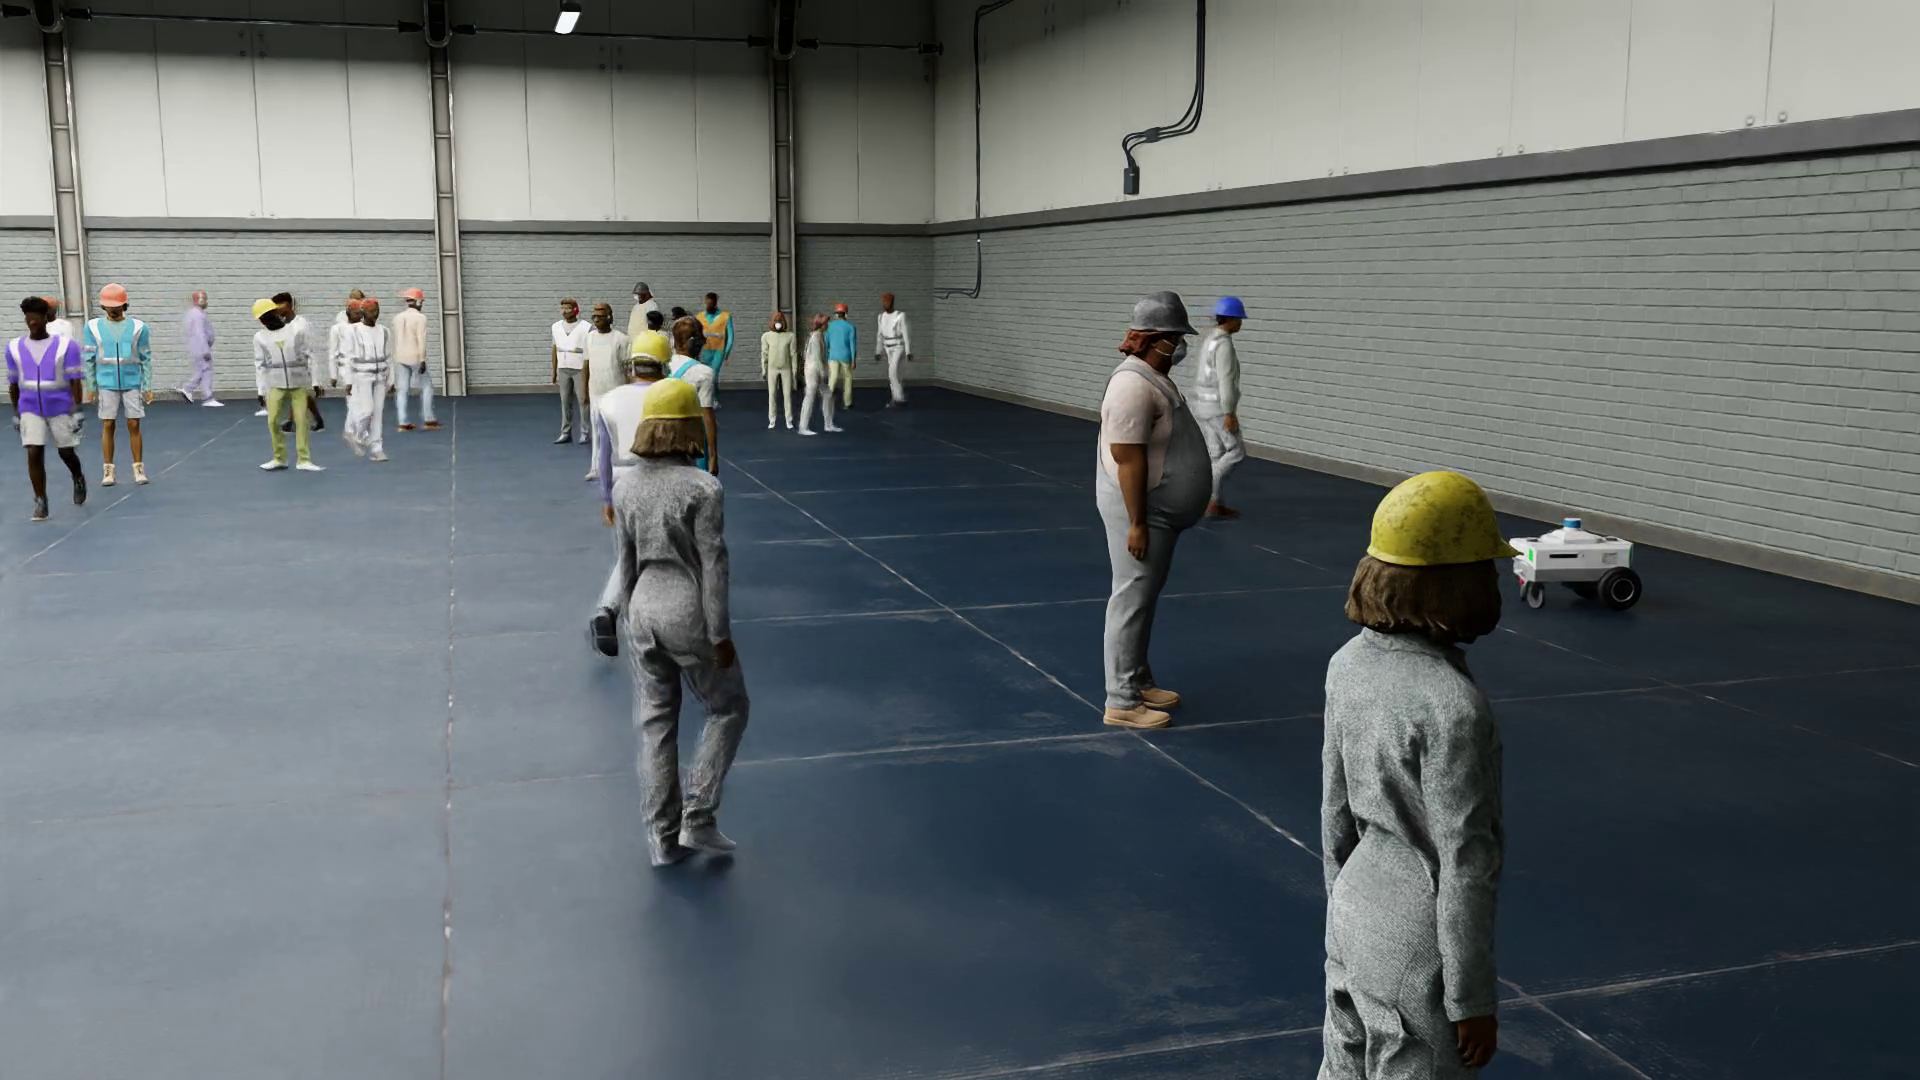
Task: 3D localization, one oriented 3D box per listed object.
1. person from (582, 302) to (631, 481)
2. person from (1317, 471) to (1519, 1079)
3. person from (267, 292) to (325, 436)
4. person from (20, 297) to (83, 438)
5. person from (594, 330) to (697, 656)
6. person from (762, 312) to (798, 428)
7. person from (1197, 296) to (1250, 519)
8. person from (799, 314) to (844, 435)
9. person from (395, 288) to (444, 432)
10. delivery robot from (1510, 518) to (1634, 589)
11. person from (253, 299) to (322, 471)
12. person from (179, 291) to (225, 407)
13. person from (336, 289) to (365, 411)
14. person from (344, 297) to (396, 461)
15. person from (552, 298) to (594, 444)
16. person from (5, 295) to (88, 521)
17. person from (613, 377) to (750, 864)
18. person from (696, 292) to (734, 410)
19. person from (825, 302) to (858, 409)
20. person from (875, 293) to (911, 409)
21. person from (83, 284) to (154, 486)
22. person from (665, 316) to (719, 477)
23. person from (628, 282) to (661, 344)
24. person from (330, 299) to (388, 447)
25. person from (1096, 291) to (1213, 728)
[{"bbox_3d":[-3.639,-1.517,17.105,0.514,1.844,0.327,1,9,9],"label":"person"},{"bbox_3d":[0.825,0.743,3.011,0.296,1.745,0.484,-2,9,-15],"label":"person"},{"bbox_3d":[-8.946,-2.363,22.327,0.638,1.902,0.926,8,12,43],"label":"person"},{"bbox_3d":[-11.689,-2.178,21.326,0.590,1.837,0.974,1,9,9],"label":"person"},{"bbox_3d":[-1.738,-0.245,9.146,0.600,1.806,0.761,2,9,14],"label":"person"},{"bbox_3d":[-2.512,-2.358,23.174,0.501,1.626,0.282,-1,9,-4],"label":"person"},{"bbox_3d":[2.254,-1.119,14.279,0.442,1.932,0.652,0,9,-1],"label":"person"},{"bbox_3d":[-1.835,-2.190,22.137,0.708,1.607,0.576,0,9,2],"label":"person"},{"bbox_3d":[-7.476,-2.475,22.859,0.624,1.954,0.782,4,10,26],"label":"person"},{"bbox_3d":[3.881,0.103,10.575,0.707,0.478,0.477,-1,9,-4],"label":"delivery robot"},{"bbox_3d":[-7.265,-1.664,17.986,0.672,1.873,0.366,-2,9,-12],"label":"person"},{"bbox_3d":[-12.384,-3.108,27.101,0.553,1.894,0.661,-5,10,-28],"label":"person"},{"bbox_3d":[-8.667,-2.645,24.010,0.633,1.939,0.368,2,9,13],"label":"person"},{"bbox_3d":[-6.714,-1.824,18.976,0.413,1.872,0.610,7,11,37],"label":"person"},{"bbox_3d":[-4.884,-2.132,21.025,0.572,1.843,0.373,2,9,13],"label":"person"},{"bbox_3d":[-7.951,-1.159,14.524,0.609,1.948,0.712,-2,9,-14],"label":"person"},{"bbox_3d":[-0.985,0.290,5.903,0.514,1.728,0.375,5,10,30],"label":"person"},{"bbox_3d":[-3.925,-2.978,26.339,0.649,1.872,0.682,4,10,23],"label":"person"},{"bbox_3d":[-1.913,-2.913,26.412,0.580,1.722,0.774,3,9,17],"label":"person"},{"bbox_3d":[-1.097,-3.031,26.731,0.695,1.851,0.584,-8,12,-42],"label":"person"},{"bbox_3d":[-8.466,-1.556,16.763,0.605,2.033,0.392,-5,10,-28],"label":"person"},{"bbox_3d":[-1.840,-0.584,11.206,0.516,1.835,0.358,5,10,27],"label":"person"},{"bbox_3d":[-5.595,-3.528,29.318,0.688,2.000,0.536,8,12,42],"label":"person"},{"bbox_3d":[-7.612,-2.106,20.892,0.922,1.849,0.603,7,11,38],"label":"person"},{"bbox_3d":[0.914,-0.156,7.801,0.536,2.000,0.683,2,9,14],"label":"person"}]
